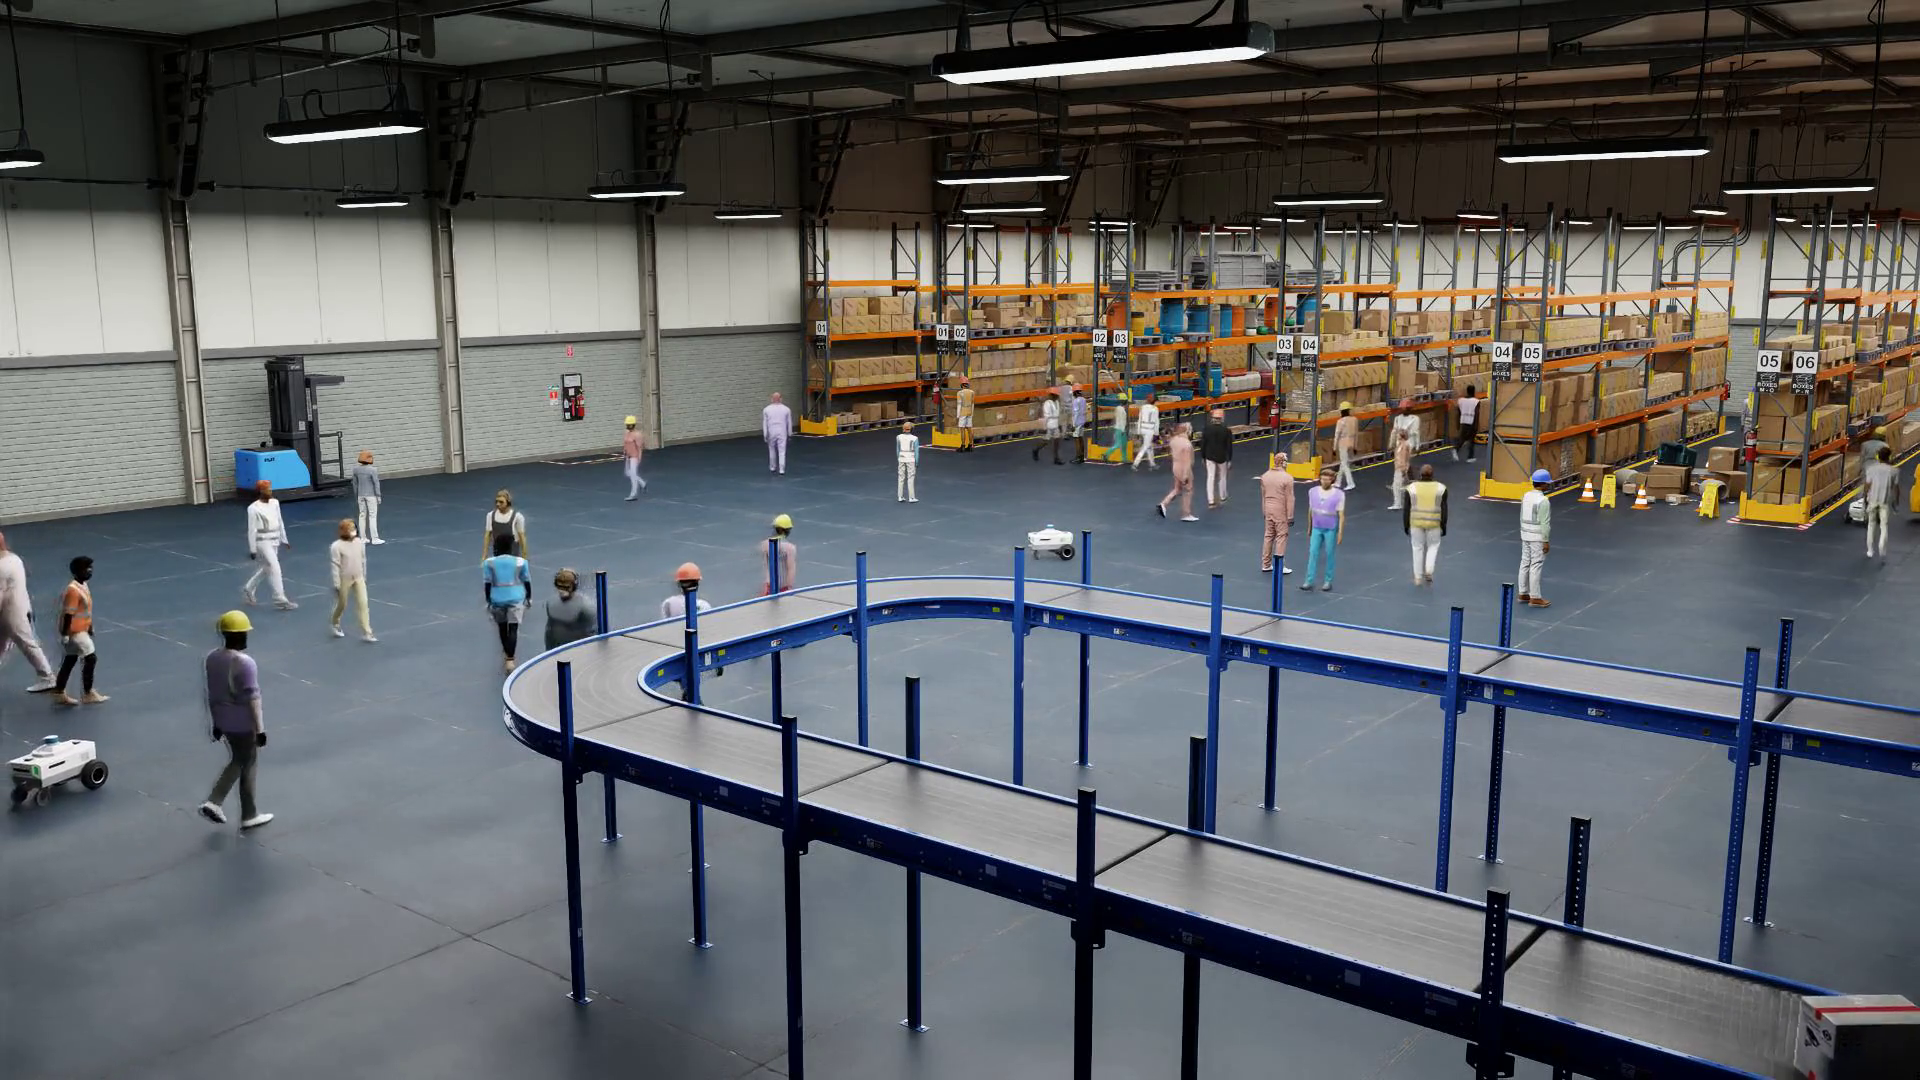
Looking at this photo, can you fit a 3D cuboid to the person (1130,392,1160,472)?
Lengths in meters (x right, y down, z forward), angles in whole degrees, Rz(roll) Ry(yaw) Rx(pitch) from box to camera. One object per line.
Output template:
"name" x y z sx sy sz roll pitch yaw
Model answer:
"person" 4.323 -2.513 36.439 0.925 1.852 0.602 -6 12 -31

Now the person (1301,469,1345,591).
"person" 5.371 -0.131 23.091 0.596 1.829 0.633 7 12 34

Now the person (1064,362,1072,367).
"person" 3.448 -4.582 48.215 0.596 1.799 0.661 10 14 43

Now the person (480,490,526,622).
"person" -6.179 0.215 21.218 0.506 1.791 0.985 3 10 14

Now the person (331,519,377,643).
"person" -7.871 0.499 20.145 0.841 1.595 0.507 8 13 37

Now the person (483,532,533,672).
"person" -5.412 0.711 18.798 0.545 1.643 0.876 -1 10 -8

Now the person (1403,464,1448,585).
"person" 7.018 -0.233 23.624 0.656 1.829 0.449 3 11 17

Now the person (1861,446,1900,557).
"person" 15.125 -0.604 25.705 0.539 1.839 0.691 5 11 28

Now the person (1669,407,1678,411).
"person" 20.992 -4.159 45.754 0.760 1.823 0.631 8 13 37

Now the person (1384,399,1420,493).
"person" 9.369 -1.995 33.107 1.067 1.982 0.636 -6 12 -31

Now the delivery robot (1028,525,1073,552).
"delivery robot" 1.486 -0.006 25.792 0.707 0.478 0.477 -2 10 -9

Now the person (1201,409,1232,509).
"person" 5.123 -1.630 31.162 0.646 1.936 1.009 4 11 20

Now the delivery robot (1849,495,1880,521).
"delivery robot" 16.894 -0.605 29.153 0.707 0.478 0.477 -8 13 -36

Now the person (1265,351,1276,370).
"person" 10.743 -5.616 53.918 0.533 1.836 0.653 -2 10 -9

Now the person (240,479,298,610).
"person" -9.793 0.052 21.977 0.880 1.859 0.589 2 10 10

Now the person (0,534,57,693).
"person" -10.765 0.831 17.593 1.006 1.842 0.649 -4 11 -21

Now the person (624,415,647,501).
"person" -6.666 -1.697 32.068 0.519 1.750 0.549 -10 14 -43

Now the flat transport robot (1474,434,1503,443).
"flat transport robot" 14.573 -2.752 42.313 1.431 0.197 0.652 -1 10 -4

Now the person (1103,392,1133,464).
"person" 3.814 -2.680 37.642 0.678 1.738 0.548 0 10 0

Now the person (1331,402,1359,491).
"person" 8.239 -2.016 33.486 0.603 1.898 0.812 -7 12 -33

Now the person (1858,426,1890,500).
"person" 17.649 -1.348 30.242 0.464 1.714 0.498 -8 13 -37

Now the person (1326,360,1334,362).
"person" 12.124 -5.131 51.237 0.418 1.818 0.595 -9 13 -41

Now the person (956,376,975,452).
"person" 0.119 -3.232 40.200 0.544 1.939 0.354 -8 13 -39

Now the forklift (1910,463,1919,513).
"forklift" 19.034 -1.348 28.998 2.313 2.155 1.214 8 13 37

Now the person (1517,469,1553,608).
"person" 8.169 -0.037 22.187 0.388 1.947 0.614 -2 10 -11

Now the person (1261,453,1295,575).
"person" 5.003 -0.422 24.512 0.400 1.899 0.636 -6 12 -31

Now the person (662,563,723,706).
"person" -2.662 1.161 15.664 0.582 1.869 1.040 4 11 23

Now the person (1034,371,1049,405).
"person" 2.439 -4.726 48.673 0.649 1.921 0.559 7 12 33

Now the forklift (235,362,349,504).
"forklift" -13.803 -2.244 32.110 1.129 2.768 1.873 8 13 37

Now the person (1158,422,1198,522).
"person" 4.125 -1.283 29.365 0.669 1.889 0.650 -4 11 -21

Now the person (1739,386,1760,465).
"person" 19.012 -2.742 37.442 0.604 1.937 0.402 6 12 30

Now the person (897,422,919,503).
"person" -1.062 -1.578 31.755 0.516 1.635 0.312 5 11 26

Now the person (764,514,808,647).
"person" -2.280 0.541 19.549 0.525 1.733 0.861 6 12 31

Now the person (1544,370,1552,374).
"person" 16.510 -3.918 44.119 0.618 1.917 0.633 -7 13 -36

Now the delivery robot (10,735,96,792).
"delivery robot" -8.295 2.032 14.319 0.477 0.478 0.707 3 10 16

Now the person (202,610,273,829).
"person" -6.195 1.550 13.381 0.588 1.912 0.474 6 12 31

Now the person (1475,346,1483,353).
"person" 17.871 -5.715 54.098 0.367 1.966 0.607 1 10 7

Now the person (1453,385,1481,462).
"person" 12.343 -2.834 38.083 0.713 1.900 0.595 -9 13 -40

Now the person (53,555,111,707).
"person" -9.660 0.998 17.128 0.675 1.656 0.549 -5 11 -26

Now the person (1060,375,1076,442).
"person" 3.007 -3.598 42.626 0.597 1.810 0.632 8 13 39

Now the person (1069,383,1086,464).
"person" 2.839 -2.834 37.962 0.366 1.935 0.552 5 11 27

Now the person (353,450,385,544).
"person" -10.232 -0.741 27.037 0.507 1.631 0.275 3 11 17

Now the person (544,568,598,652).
"person" -3.808 1.189 15.378 0.665 1.919 0.494 8 13 38

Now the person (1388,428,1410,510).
"person" 8.677 -1.385 30.677 0.423 1.622 0.531 0 10 2

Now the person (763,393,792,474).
"person" -4.211 -2.460 36.105 0.658 1.853 0.973 -1 10 -5

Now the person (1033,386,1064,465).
"person" 2.155 -2.776 37.751 0.788 1.910 0.550 8 13 38
